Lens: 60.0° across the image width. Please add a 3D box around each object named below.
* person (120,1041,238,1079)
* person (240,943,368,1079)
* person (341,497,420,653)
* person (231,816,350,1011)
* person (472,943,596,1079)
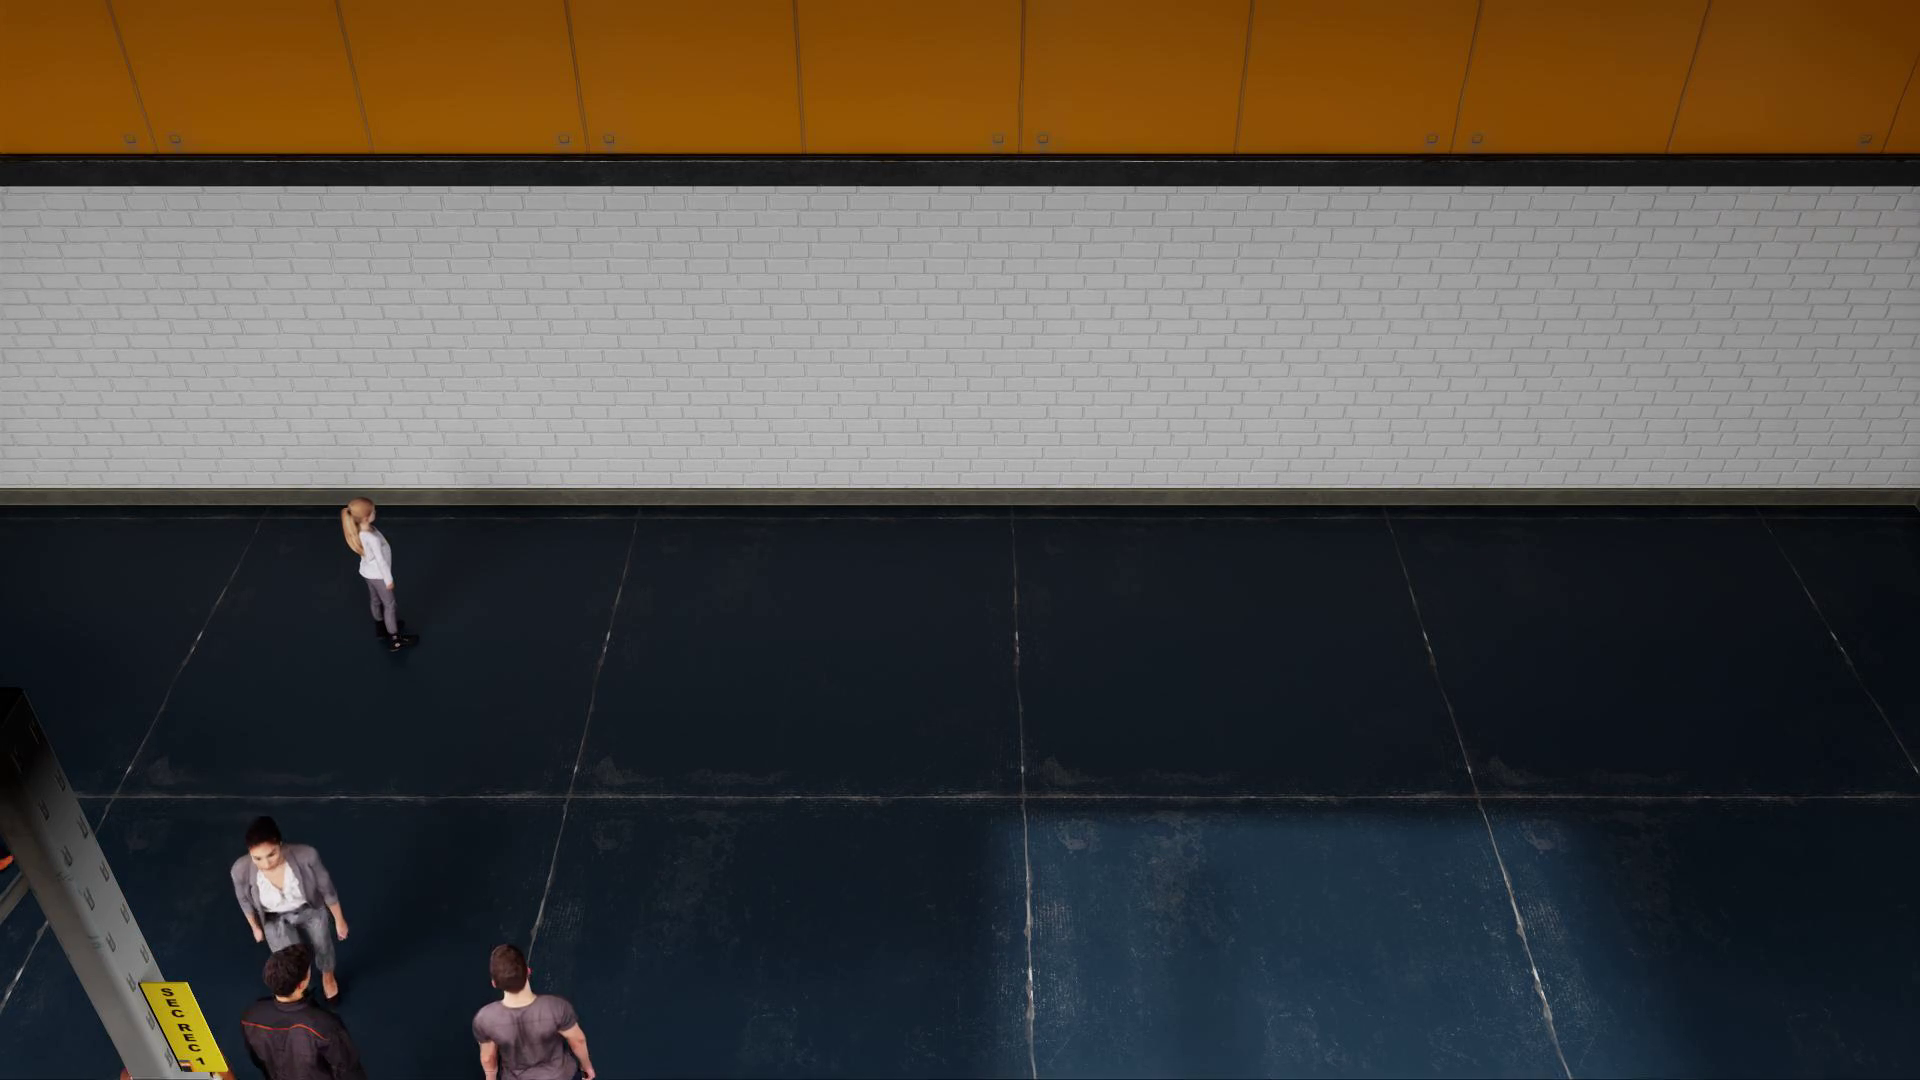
[{"bbox_3d":[-3.761,2.841,8.118,1.076,1.758,1.253,-21,43,-25],"label":"person"},{"bbox_3d":[-3.159,2.748,8.105,0.848,1.920,0.807,7,39,9],"label":"person"},{"bbox_3d":[-4.139,0.231,11.772,0.630,1.276,0.568,-31,48,-33],"label":"person"},{"bbox_3d":[-3.680,2.040,9.209,0.762,1.648,0.794,-17,42,-20],"label":"person"},{"bbox_3d":[-2.076,2.726,8.195,0.756,1.842,0.788,-7,39,-9],"label":"person"}]
